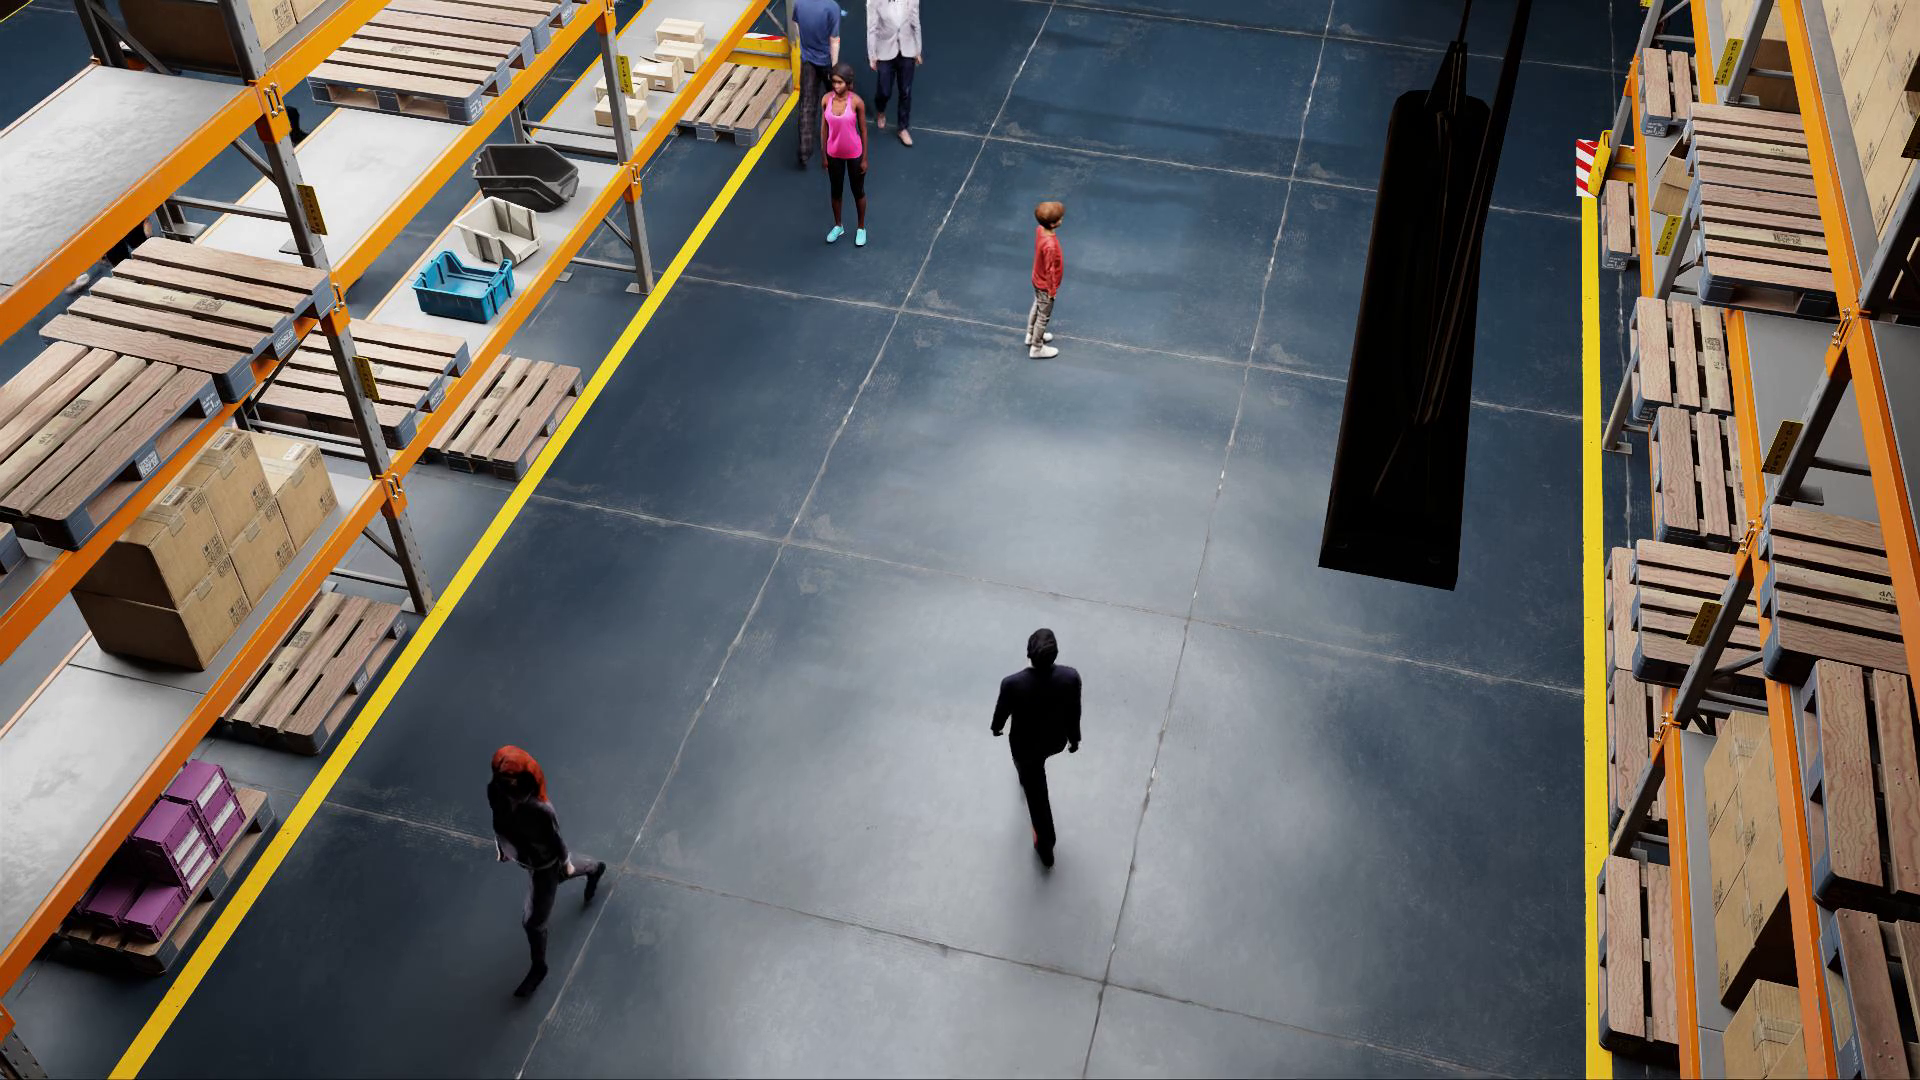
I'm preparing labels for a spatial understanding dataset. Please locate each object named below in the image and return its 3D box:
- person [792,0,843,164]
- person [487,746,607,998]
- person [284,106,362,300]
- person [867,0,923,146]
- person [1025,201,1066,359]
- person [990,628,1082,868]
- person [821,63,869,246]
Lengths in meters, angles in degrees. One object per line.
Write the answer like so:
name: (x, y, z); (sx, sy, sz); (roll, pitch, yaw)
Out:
person: (-1.350, -4.403, 15.566); (0.761, 1.803, 1.255); (14, 45, 14)
person: (-2.298, 1.693, 9.209); (0.780, 1.745, 1.189); (21, 48, 21)
person: (-5.350, -2.894, 13.991); (0.771, 1.790, 0.852); (17, 46, 17)
person: (-0.641, -4.688, 15.840); (0.853, 1.838, 0.914); (-12, 45, -12)
person: (0.683, -2.112, 13.444); (0.649, 1.413, 0.539); (-7, 44, -7)
person: (0.471, 1.242, 9.733); (1.009, 1.675, 1.222); (-9, 44, -10)
person: (-0.997, -3.378, 14.548); (0.566, 1.723, 0.545); (9, 44, 9)
